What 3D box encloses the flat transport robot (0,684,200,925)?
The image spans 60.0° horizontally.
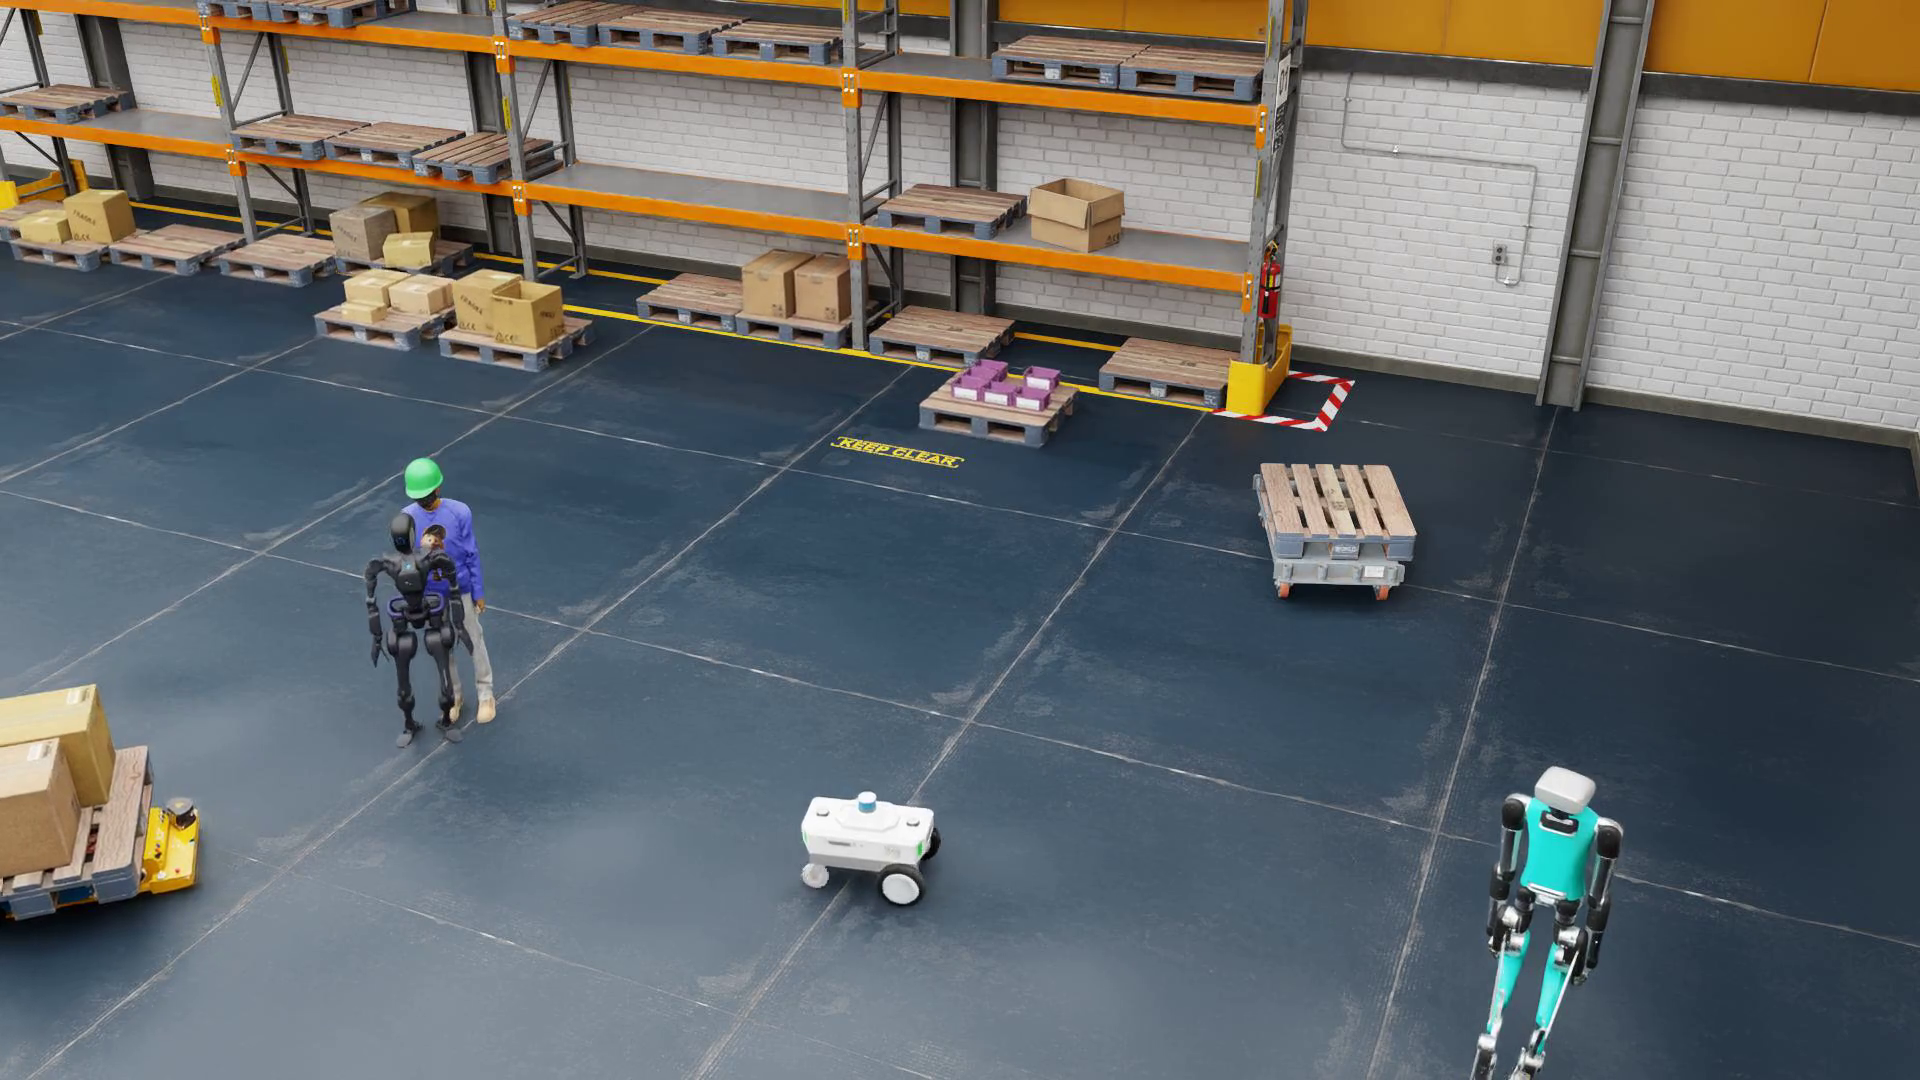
[{"bbox_3d":[-5.086,1.838,9.367,1.431,0.231,0.659,-9,29,-17],"label":"flat transport robot"}]

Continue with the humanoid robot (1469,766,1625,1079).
[{"bbox_3d":[2.568,1.993,7.569,0.550,1.874,0.825,16,31,28],"label":"humanoid robot"}]

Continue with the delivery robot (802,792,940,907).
[{"bbox_3d":[-0.496,1.697,9.346,0.814,0.610,0.499,5,28,9],"label":"delivery robot"}]

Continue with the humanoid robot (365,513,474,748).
[{"bbox_3d":[-3.358,0.561,10.319,0.616,1.647,0.354,-8,28,-16],"label":"humanoid robot"}]

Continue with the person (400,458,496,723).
[{"bbox_3d":[-3.267,0.324,10.573,0.471,1.862,0.371,-3,27,-6],"label":"person"}]
